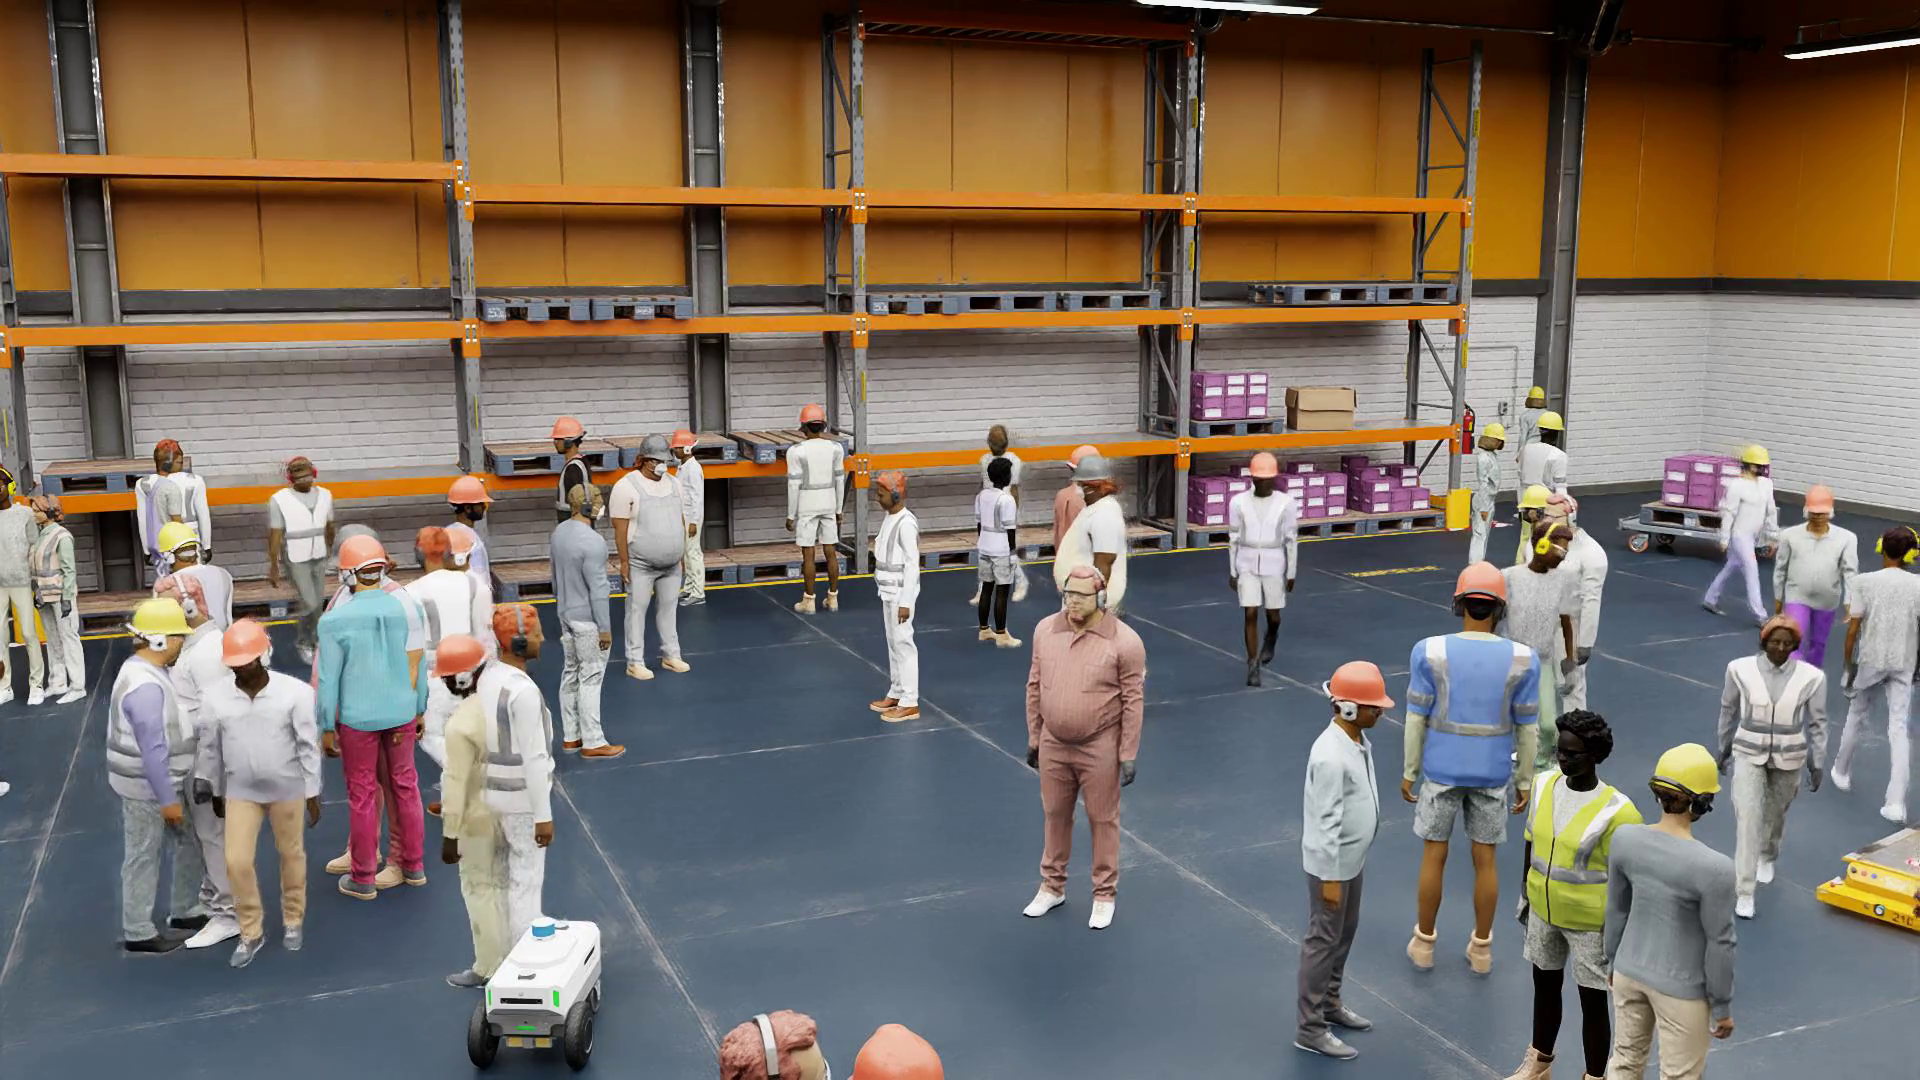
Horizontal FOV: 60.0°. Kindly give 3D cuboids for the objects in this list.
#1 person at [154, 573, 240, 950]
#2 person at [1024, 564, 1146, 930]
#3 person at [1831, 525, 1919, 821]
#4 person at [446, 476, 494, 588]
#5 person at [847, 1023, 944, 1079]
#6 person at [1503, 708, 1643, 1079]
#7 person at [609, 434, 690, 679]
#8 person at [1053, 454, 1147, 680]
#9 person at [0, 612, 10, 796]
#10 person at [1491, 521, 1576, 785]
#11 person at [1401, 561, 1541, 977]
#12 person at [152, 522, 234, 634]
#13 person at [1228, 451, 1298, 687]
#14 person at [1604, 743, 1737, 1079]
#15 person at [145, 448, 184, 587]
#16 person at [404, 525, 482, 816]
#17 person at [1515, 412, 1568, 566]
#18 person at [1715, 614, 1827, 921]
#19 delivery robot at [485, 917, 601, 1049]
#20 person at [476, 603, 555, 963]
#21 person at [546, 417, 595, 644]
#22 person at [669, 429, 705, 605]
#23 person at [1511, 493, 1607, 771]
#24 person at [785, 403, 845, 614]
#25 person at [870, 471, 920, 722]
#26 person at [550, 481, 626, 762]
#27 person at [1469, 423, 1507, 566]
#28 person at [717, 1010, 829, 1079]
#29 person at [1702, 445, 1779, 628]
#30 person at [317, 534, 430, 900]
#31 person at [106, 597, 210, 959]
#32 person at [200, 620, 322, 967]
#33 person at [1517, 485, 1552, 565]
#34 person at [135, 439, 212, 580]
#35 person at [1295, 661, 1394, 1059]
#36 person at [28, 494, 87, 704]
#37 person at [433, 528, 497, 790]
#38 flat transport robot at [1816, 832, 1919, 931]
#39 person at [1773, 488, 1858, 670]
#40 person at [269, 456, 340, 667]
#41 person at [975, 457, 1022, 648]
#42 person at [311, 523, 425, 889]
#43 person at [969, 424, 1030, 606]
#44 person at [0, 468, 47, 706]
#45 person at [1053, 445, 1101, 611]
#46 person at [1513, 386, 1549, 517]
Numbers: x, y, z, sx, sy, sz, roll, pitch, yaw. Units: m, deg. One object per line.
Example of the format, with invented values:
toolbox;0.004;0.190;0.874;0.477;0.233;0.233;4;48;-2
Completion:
person;-3.888;1.105;8.454;0.410;1.903;0.642;-7;12;-34
person;0.622;1.065;8.656;0.638;1.912;0.403;5;11;28
person;5.817;0.805;10.472;0.500;1.807;0.985;4;10;20
person;-3.449;0.511;11.766;0.362;1.938;0.545;-6;12;-32
person;-0.140;1.971;3.885;0.563;1.751;0.330;-8;13;-38
person;2.471;1.507;6.720;0.319;1.697;0.533;-6;11;-31
person;-2.510;0.121;13.717;0.680;2.000;0.535;-9;14;-43
person;1.035;0.345;12.424;0.674;2.000;0.704;0;10;-1
person;-6.383;0.739;10.514;0.597;1.915;0.371;-4;11;-22
person;3.543;0.783;10.493;0.660;1.846;0.417;0;10;-1
person;2.464;1.110;8.071;0.611;2.029;0.409;2;10;9
person;-4.849;0.787;10.515;0.404;1.821;0.587;4;10;20
person;2.471;0.204;13.593;0.555;1.917;0.670;2;10;14
person;2.570;1.598;6.035;0.337;1.761;0.527;-5;11;-27
person;-6.877;0.088;14.490;0.509;1.836;0.345;7;12;37
person;-3.072;0.842;10.107;0.611;1.868;0.588;6;12;33
person;5.831;-0.328;16.672;0.394;1.919;0.581;-6;12;-32
person;4.378;1.168;8.991;0.526;1.589;0.868;4;11;22
delivery robot;-1.838;1.917;7.373;0.477;0.478;0.707;0;10;2
person;-2.078;1.222;7.825;0.337;1.882;0.584;-8;13;-38
person;-3.468;-0.083;14.882;0.388;2.041;0.615;-1;10;-8
person;-2.728;-0.232;16.578;0.334;1.748;0.573;-4;11;-23
person;4.020;0.623;11.247;0.402;1.899;0.631;-5;11;-28
person;-1.414;-0.300;16.131;0.605;2.045;0.378;-6;11;-31
person;-0.476;0.413;12.475;0.341;1.886;0.587;-3;10;-16
person;-2.594;0.556;11.501;0.354;1.937;0.635;-8;13;-39
person;5.494;-0.350;17.305;0.311;1.737;0.483;5;11;25
person;-0.389;1.938;3.632;0.406;1.909;0.637;-4;11;-24
person;7.416;-0.057;15.712;0.523;1.714;0.952;-5;11;-28
person;-3.197;0.955;9.072;0.407;1.987;0.615;10;14;44
person;-3.916;1.181;8.257;0.597;1.808;0.614;-3;10;-18
person;-3.434;1.233;8.205;0.590;1.720;0.590;-2;10;-10
person;4.349;0.461;12.579;0.335;1.757;0.517;2;10;14
person;-6.859;0.054;14.562;0.576;1.882;0.355;-3;10;-19
person;1.697;1.381;7.316;0.351;1.743;0.573;5;11;27
person;-7.053;0.452;12.963;0.512;1.641;0.307;6;12;32
person;-3.178;0.759;10.949;0.649;1.727;0.575;-6;12;-32
flat transport robot;5.351;1.812;9.066;1.431;0.197;0.652;-7;12;-36
person;6.596;0.438;12.851;0.565;1.708;0.888;4;11;22
person;-5.472;0.191;13.951;0.459;1.811;0.682;5;11;28
person;0.340;0.107;14.785;0.316;1.696;0.541;-6;12;-33
person;-3.301;0.904;9.204;0.677;2.000;0.536;7;12;36
person;0.401;-0.254;16.486;0.528;1.833;0.529;8;12;37
person;-7.327;0.364;12.827;0.535;1.862;0.314;-2;10;-10
person;0.970;0.244;13.141;0.381;1.994;0.619;-6;11;-29
person;7.537;-1.145;21.867;0.485;1.744;0.294;-3;10;-15
